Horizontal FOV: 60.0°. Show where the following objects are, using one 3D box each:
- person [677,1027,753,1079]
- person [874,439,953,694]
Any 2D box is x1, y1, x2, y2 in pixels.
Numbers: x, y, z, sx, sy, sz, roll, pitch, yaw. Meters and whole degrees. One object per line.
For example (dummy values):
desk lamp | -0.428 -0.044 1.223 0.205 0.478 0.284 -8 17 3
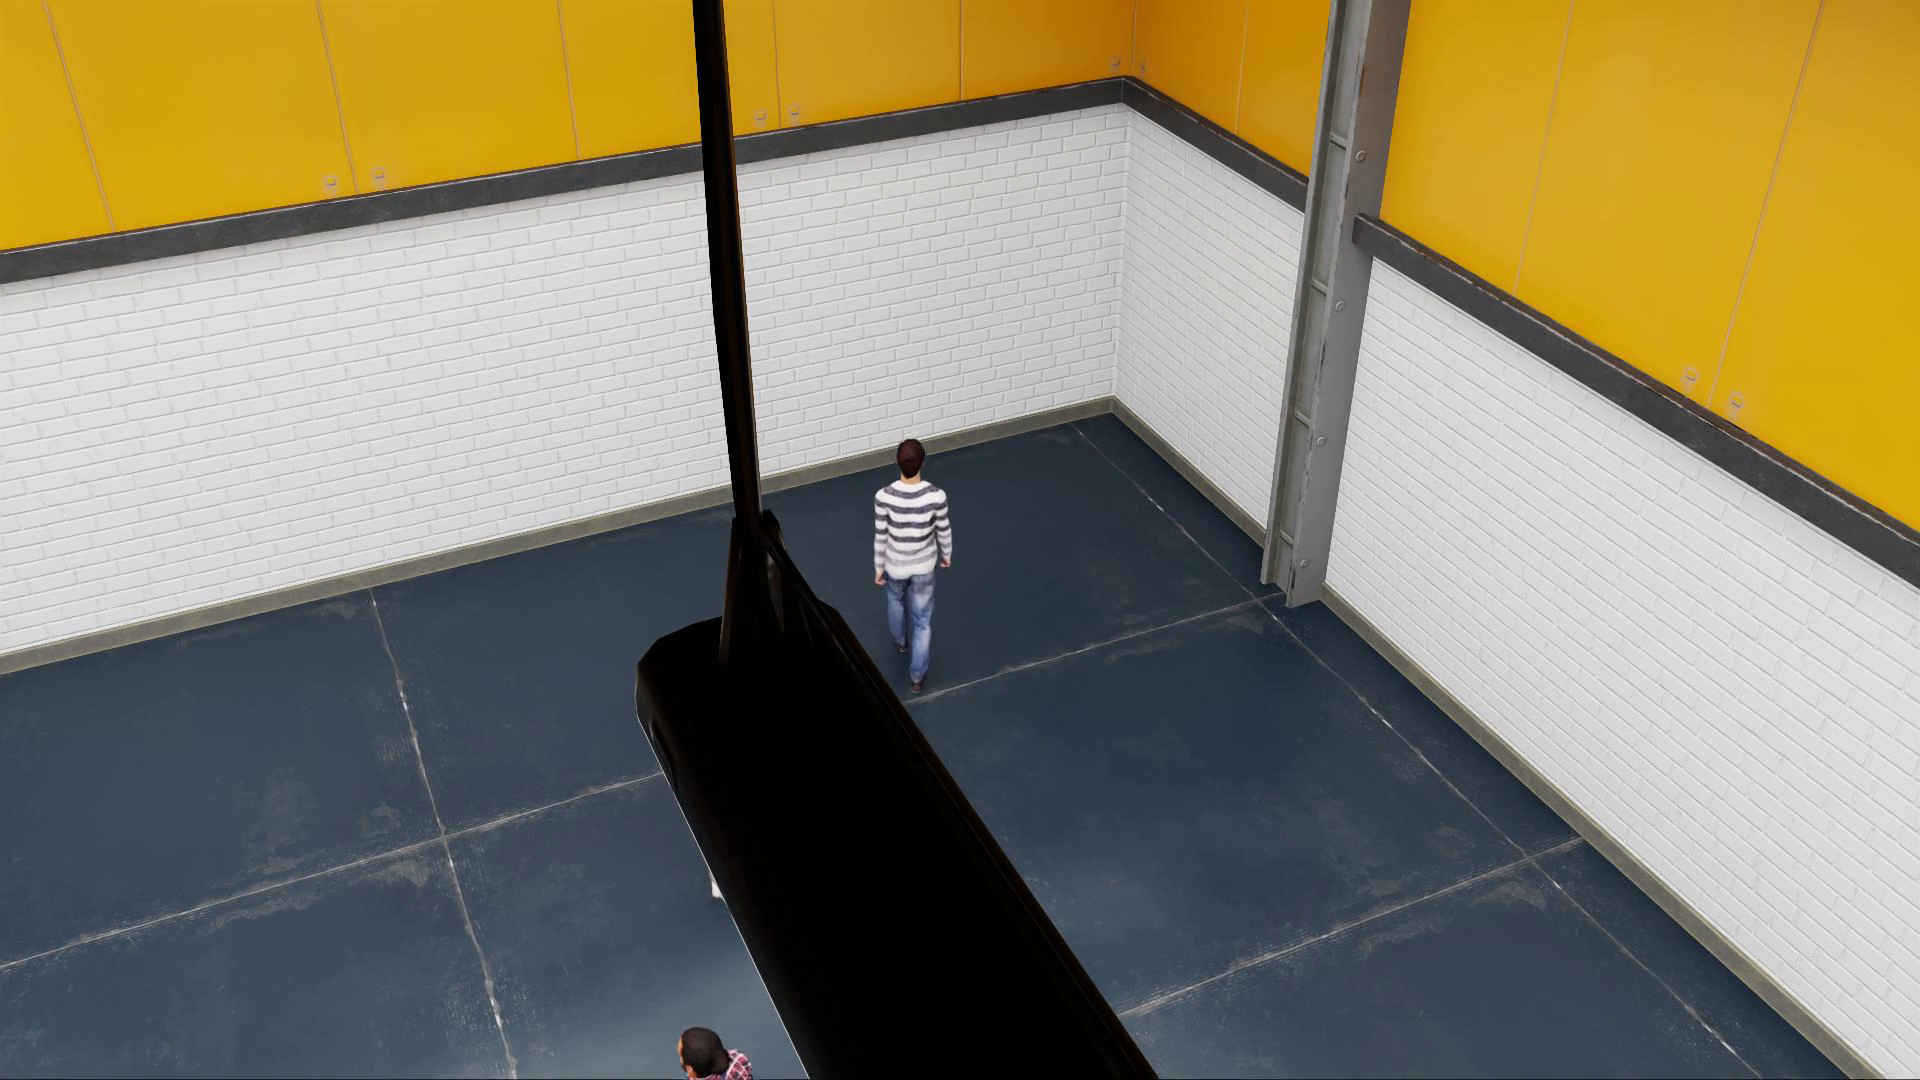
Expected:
person | -1.047 2.793 7.356 1.078 1.743 0.980 18 38 25
person | -0.337 0.224 11.149 0.926 1.823 1.080 1 34 1
